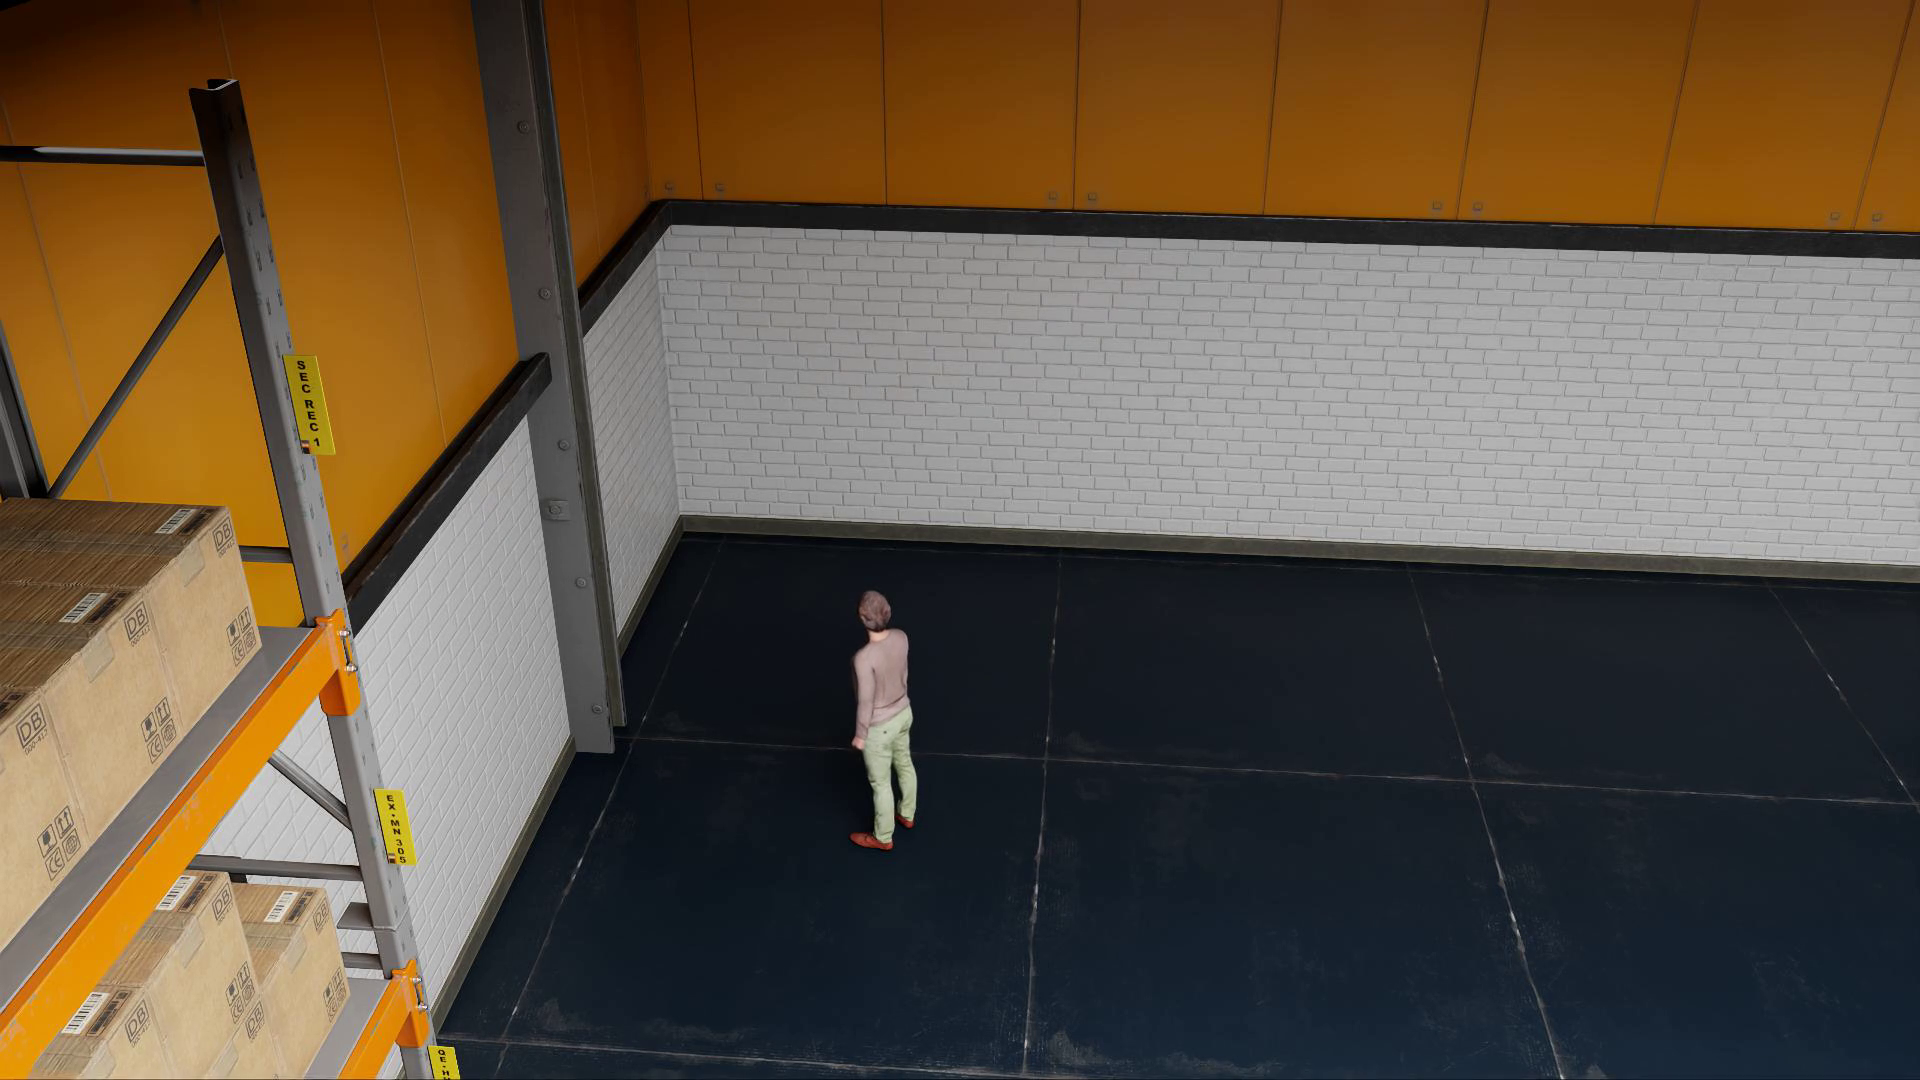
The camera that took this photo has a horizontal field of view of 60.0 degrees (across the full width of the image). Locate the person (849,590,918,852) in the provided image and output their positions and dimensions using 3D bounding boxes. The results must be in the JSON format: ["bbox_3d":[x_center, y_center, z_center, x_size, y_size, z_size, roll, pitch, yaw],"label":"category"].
[{"bbox_3d":[-0.486,1.166,10.711,0.831,1.869,0.717,18,33,30],"label":"person"}]
